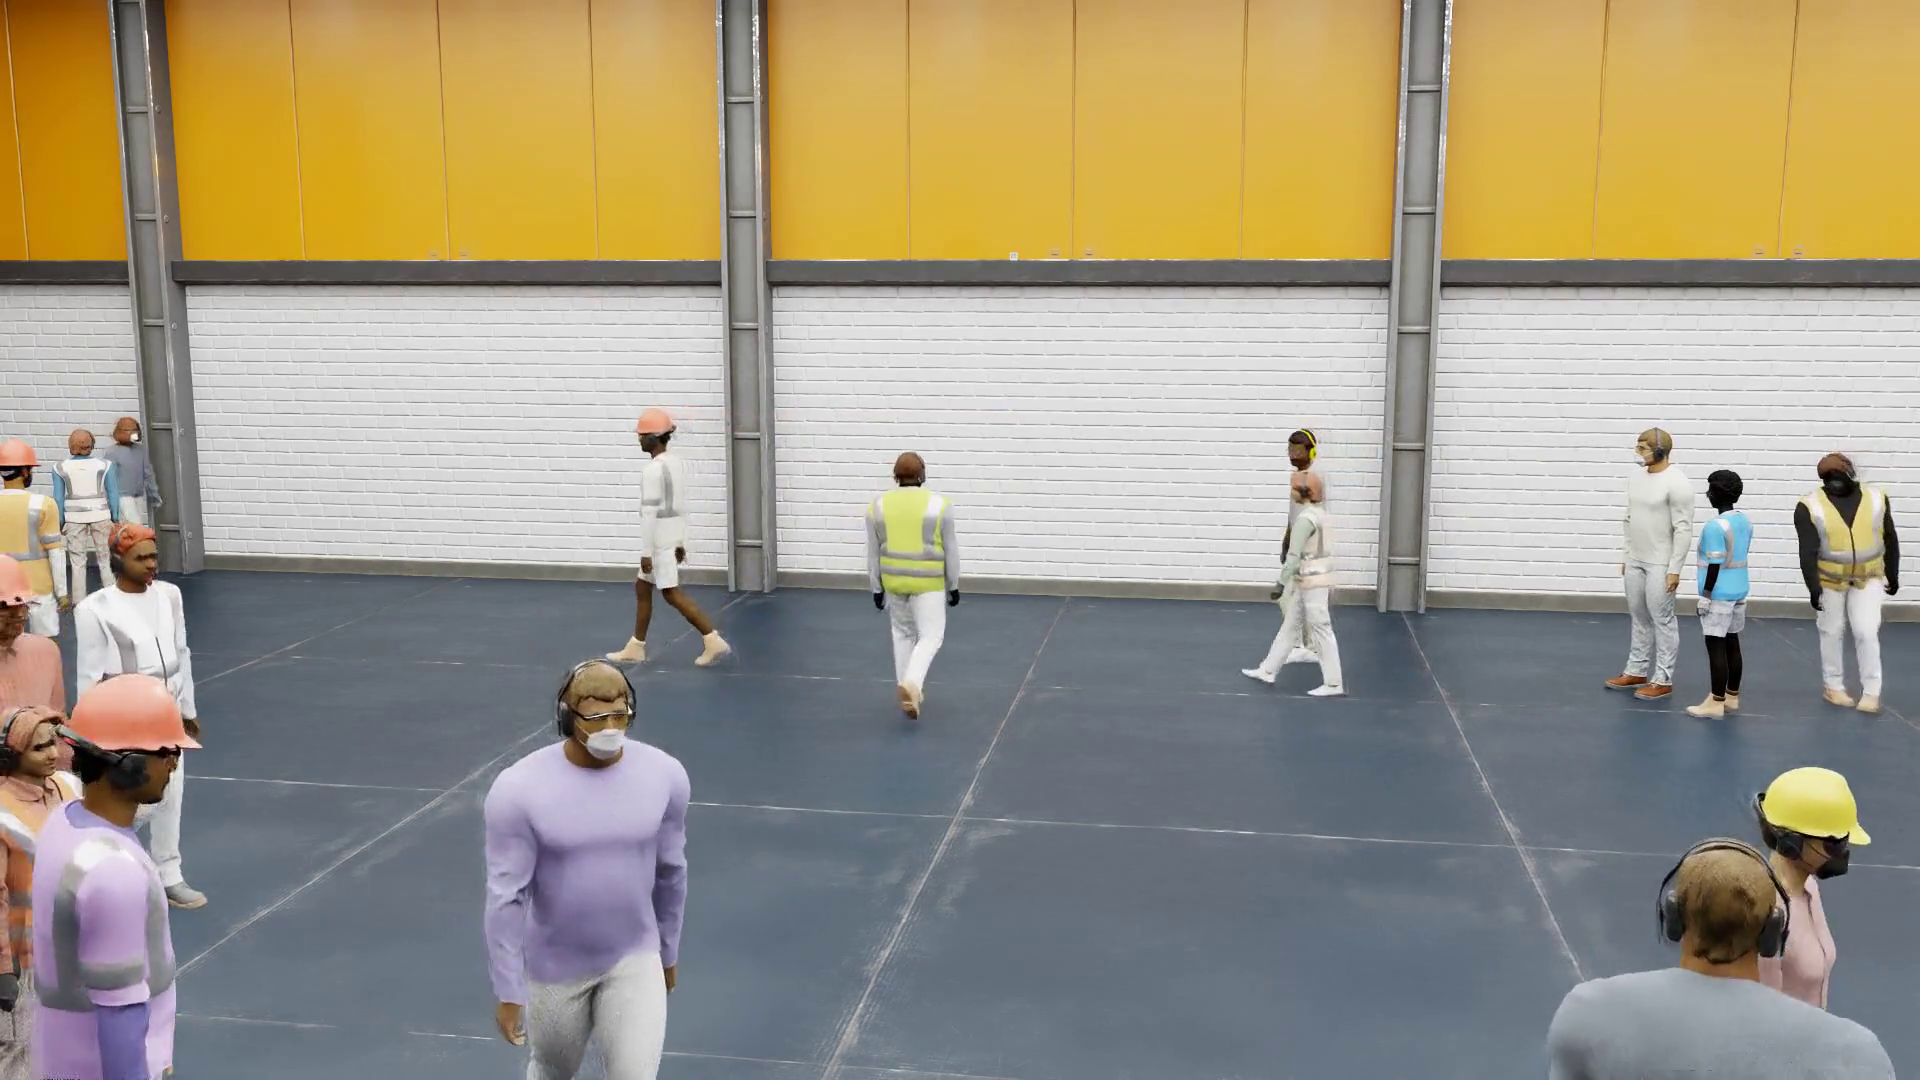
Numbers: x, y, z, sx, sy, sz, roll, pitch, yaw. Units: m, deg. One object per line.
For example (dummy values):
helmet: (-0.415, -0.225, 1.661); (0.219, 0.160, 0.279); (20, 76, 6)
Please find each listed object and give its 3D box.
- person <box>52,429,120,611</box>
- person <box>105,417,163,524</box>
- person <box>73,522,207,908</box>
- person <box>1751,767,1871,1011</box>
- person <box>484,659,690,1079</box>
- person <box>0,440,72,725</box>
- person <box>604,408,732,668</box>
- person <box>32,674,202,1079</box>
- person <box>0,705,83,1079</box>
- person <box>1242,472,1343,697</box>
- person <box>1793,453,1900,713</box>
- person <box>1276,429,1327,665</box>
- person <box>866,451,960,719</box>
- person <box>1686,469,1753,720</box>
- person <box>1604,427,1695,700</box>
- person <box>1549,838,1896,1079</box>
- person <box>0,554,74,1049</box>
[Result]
person: (-7.724, -0.163, 14.734); (0.518, 1.640, 0.307); (-4, 10, -25)
person: (-8.048, -0.391, 16.223); (0.533, 1.615, 0.518); (2, 9, 12)
person: (-3.885, 0.839, 7.858); (0.485, 1.873, 0.580); (3, 10, 18)
person: (2.110, 1.442, 4.544); (0.633, 1.746, 0.529); (8, 12, 39)
person: (-1.157, 1.268, 5.155); (0.642, 1.906, 0.968); (-4, 10, -23)
person: (-6.139, 0.308, 10.919); (0.551, 1.933, 0.370); (-1, 9, -8)
person: (-2.226, -0.008, 12.674); (0.995, 2.007, 0.618); (1, 9, 6)
person: (-2.218, 1.350, 4.281); (0.627, 2.011, 0.613); (-7, 11, -36)
person: (-3.010, 1.342, 5.453); (0.306, 1.640, 0.522); (1, 9, 4)
person: (2.392, 0.317, 11.875); (0.809, 1.602, 0.524); (3, 10, 18)
person: (6.096, 0.299, 11.447); (0.705, 1.794, 0.638); (3, 10, 18)
person: (2.572, 0.066, 12.697); (0.612, 1.838, 0.623); (-1, 9, -5)
person: (-0.336, 0.308, 11.285); (0.634, 1.818, 0.720); (3, 10, 18)
person: (5.164, 0.366, 11.291); (0.540, 1.697, 0.317); (-8, 12, -42)
person: (4.917, 0.165, 11.804); (0.372, 1.936, 0.629); (-2, 9, -13)
person: (1.584, 1.537, 3.489); (0.656, 1.889, 1.004); (7, 11, 35)
person: (-3.759, 1.015, 6.461); (0.639, 1.979, 0.621); (3, 10, 20)
